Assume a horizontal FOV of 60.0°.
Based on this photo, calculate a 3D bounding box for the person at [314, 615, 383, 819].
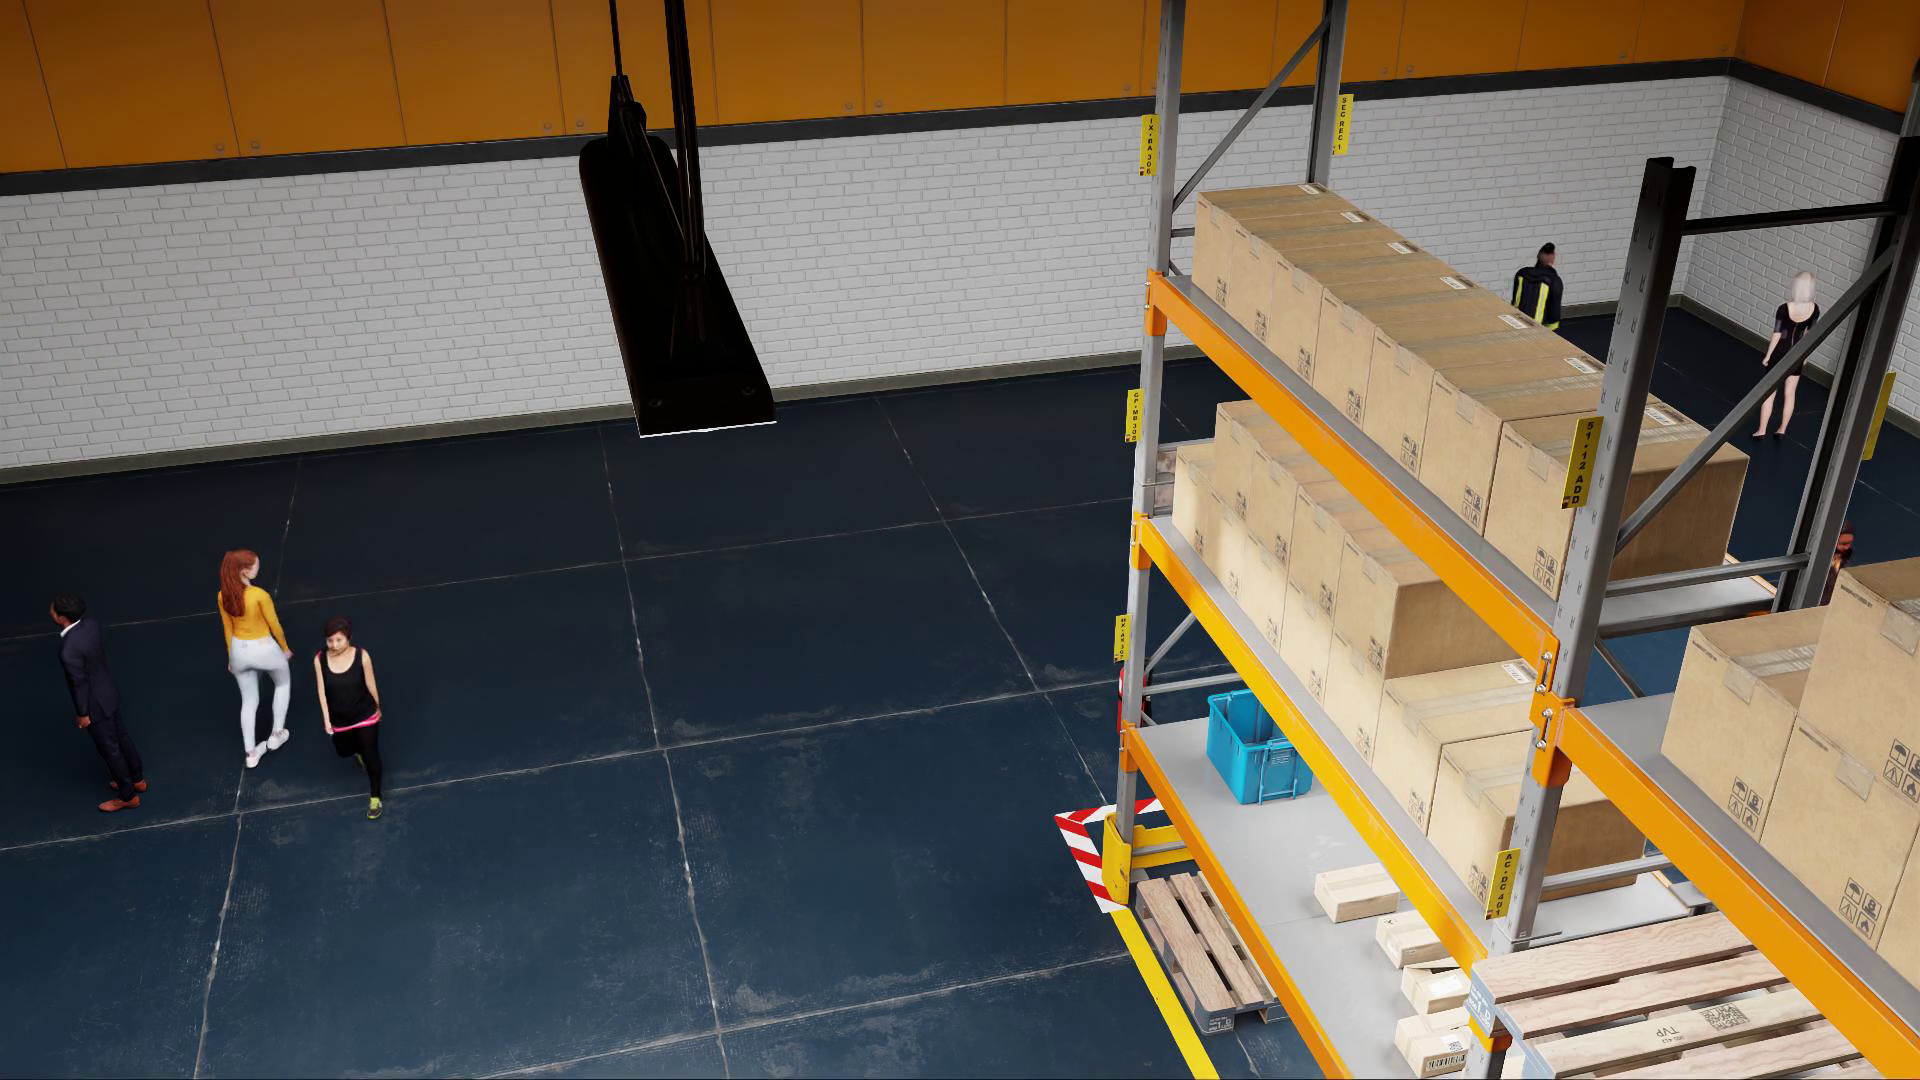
[{"bbox_3d":[-4.263,1.169,11.671,0.595,1.536,0.907,-5,29,-8],"label":"person"}]

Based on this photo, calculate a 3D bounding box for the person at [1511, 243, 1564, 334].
[{"bbox_3d":[6.011,-2.244,17.609,1.086,1.841,1.107,23,36,35],"label":"person"}]

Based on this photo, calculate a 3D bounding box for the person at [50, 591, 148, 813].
[{"bbox_3d":[-6.003,1.115,11.573,0.723,1.724,0.494,-4,29,-7],"label":"person"}]

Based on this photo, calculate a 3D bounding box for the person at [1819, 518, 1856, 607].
[{"bbox_3d":[6.529,0.604,12.574,0.583,1.663,0.673,-8,30,-14],"label":"person"}]

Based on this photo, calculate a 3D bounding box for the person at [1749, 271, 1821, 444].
[{"bbox_3d":[8.405,-1.852,16.900,0.632,1.831,0.584,1,29,1],"label":"person"}]

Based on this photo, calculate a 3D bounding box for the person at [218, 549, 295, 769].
[{"bbox_3d":[-5.065,0.882,11.991,0.717,1.733,0.765,0,29,0],"label":"person"}]
